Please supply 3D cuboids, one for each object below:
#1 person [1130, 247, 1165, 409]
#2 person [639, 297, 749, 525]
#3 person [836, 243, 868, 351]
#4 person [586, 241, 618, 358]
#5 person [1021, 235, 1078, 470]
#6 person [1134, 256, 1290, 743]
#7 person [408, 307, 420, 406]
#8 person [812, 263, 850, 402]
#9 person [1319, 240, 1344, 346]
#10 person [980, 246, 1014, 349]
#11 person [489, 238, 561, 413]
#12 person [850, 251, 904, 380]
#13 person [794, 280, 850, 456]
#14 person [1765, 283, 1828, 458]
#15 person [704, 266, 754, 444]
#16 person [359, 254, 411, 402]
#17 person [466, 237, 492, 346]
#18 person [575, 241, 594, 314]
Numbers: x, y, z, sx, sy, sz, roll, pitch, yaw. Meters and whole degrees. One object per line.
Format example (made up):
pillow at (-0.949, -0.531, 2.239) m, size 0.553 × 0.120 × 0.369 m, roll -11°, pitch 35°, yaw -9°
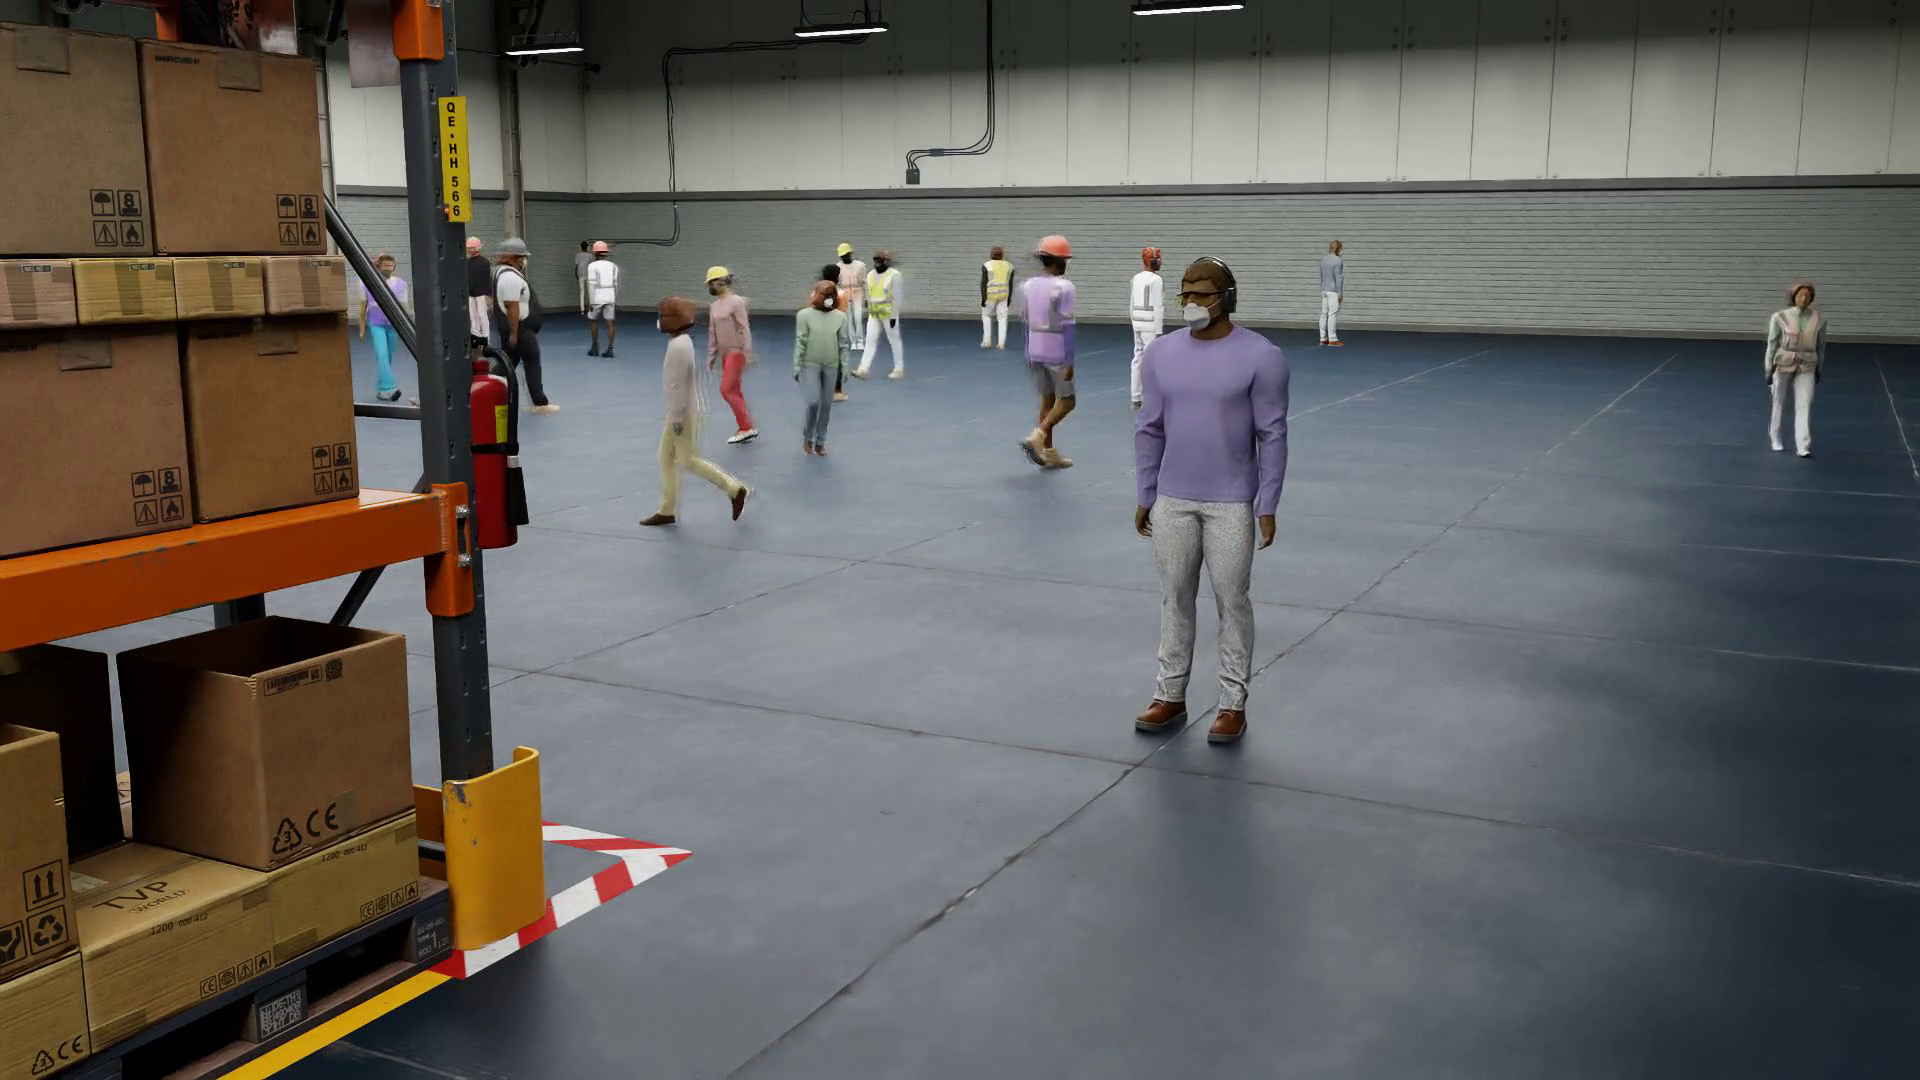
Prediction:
person at (2.176, -2.437, 19.263) m, size 0.358 × 1.882 × 0.574 m, roll -5°, pitch 11°, yaw -25°
person at (-1.868, -0.885, 11.553) m, size 0.702 × 1.606 × 0.509 m, roll -2°, pitch 11°, yaw -9°
person at (-1.925, -4.252, 29.182) m, size 0.622 × 1.869 × 0.616 m, roll 0°, pitch 10°, yaw 1°
person at (-5.992, -3.991, 27.642) m, size 0.581 × 1.913 × 0.756 m, roll -10°, pitch 14°, yaw -42°
person at (0.744, -1.587, 14.232) m, size 0.573 × 2.026 × 0.615 m, roll -9°, pitch 14°, yaw -41°
person at (0.990, -0.156, 6.675) m, size 0.633 × 1.938 × 0.356 m, roll 6°, pitch 12°, yaw 31°
person at (-6.119, -2.429, 19.363) m, size 0.584 × 1.827 × 0.997 m, roll 6°, pitch 12°, yaw 29°
person at (-1.594, -2.490, 20.090) m, size 0.534 × 1.684 × 0.554 m, roll 7°, pitch 12°, yaw 32°
person at (6.814, -4.516, 30.467) m, size 0.370 × 1.934 × 0.627 m, roll -4°, pitch 11°, yaw -20°
person at (0.616, -4.340, 29.821) m, size 0.654 × 1.816 × 0.727 m, roll -4°, pitch 11°, yaw -22°
person at (-5.109, -2.453, 18.921) m, size 0.913 × 2.000 × 0.684 m, roll -5°, pitch 12°, yaw -27°
person at (-1.119, -3.139, 23.334) m, size 0.650 × 1.790 × 0.946 m, roll 8°, pitch 13°, yaw 36°
person at (-1.256, -1.567, 15.229) m, size 0.520 × 1.613 × 0.402 m, roll -5°, pitch 11°, yaw -24°
person at (7.704, -1.575, 15.360) m, size 0.528 × 1.588 × 0.884 m, roll 2°, pitch 11°, yaw 13°
person at (-2.215, -1.772, 16.100) m, size 0.420 × 1.721 × 0.601 m, roll -7°, pitch 12°, yaw -33°
person at (-6.953, -2.563, 20.203) m, size 0.584 × 1.783 × 0.986 m, roll -9°, pitch 14°, yaw -40°
person at (-8.590, -4.366, 29.528) m, size 0.655 × 1.989 × 0.398 m, roll 7°, pitch 12°, yaw 32°
person at (-9.661, -6.756, 42.866) m, size 0.539 × 1.864 × 0.313 m, roll -2°, pitch 11°, yaw -12°
